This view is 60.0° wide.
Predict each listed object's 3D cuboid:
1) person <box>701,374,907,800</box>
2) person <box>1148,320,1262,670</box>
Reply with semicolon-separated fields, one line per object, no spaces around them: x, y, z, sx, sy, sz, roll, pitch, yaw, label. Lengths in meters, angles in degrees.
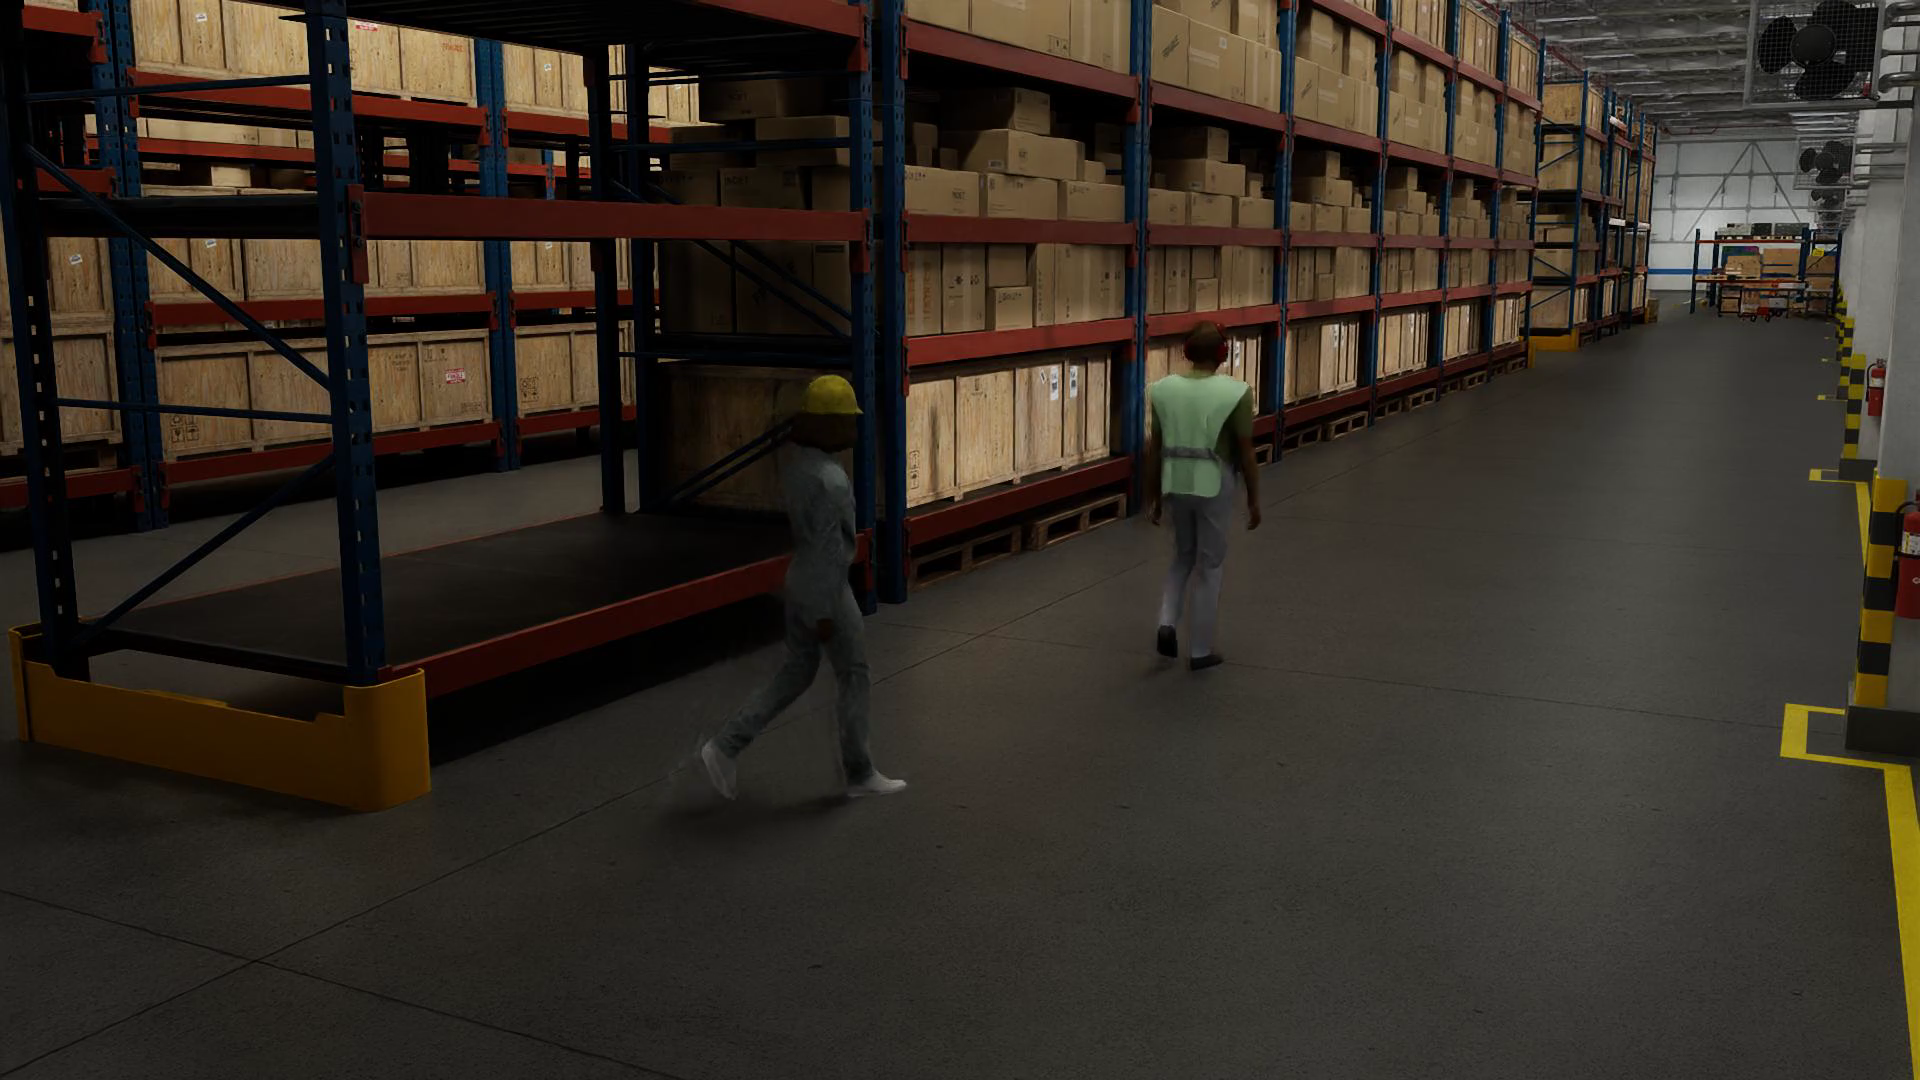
-0.615;0.209;6.521;0.762;1.716;0.495;-5;11;-28;person
1.268;-0.225;8.695;0.584;1.832;0.447;7;12;37;person
